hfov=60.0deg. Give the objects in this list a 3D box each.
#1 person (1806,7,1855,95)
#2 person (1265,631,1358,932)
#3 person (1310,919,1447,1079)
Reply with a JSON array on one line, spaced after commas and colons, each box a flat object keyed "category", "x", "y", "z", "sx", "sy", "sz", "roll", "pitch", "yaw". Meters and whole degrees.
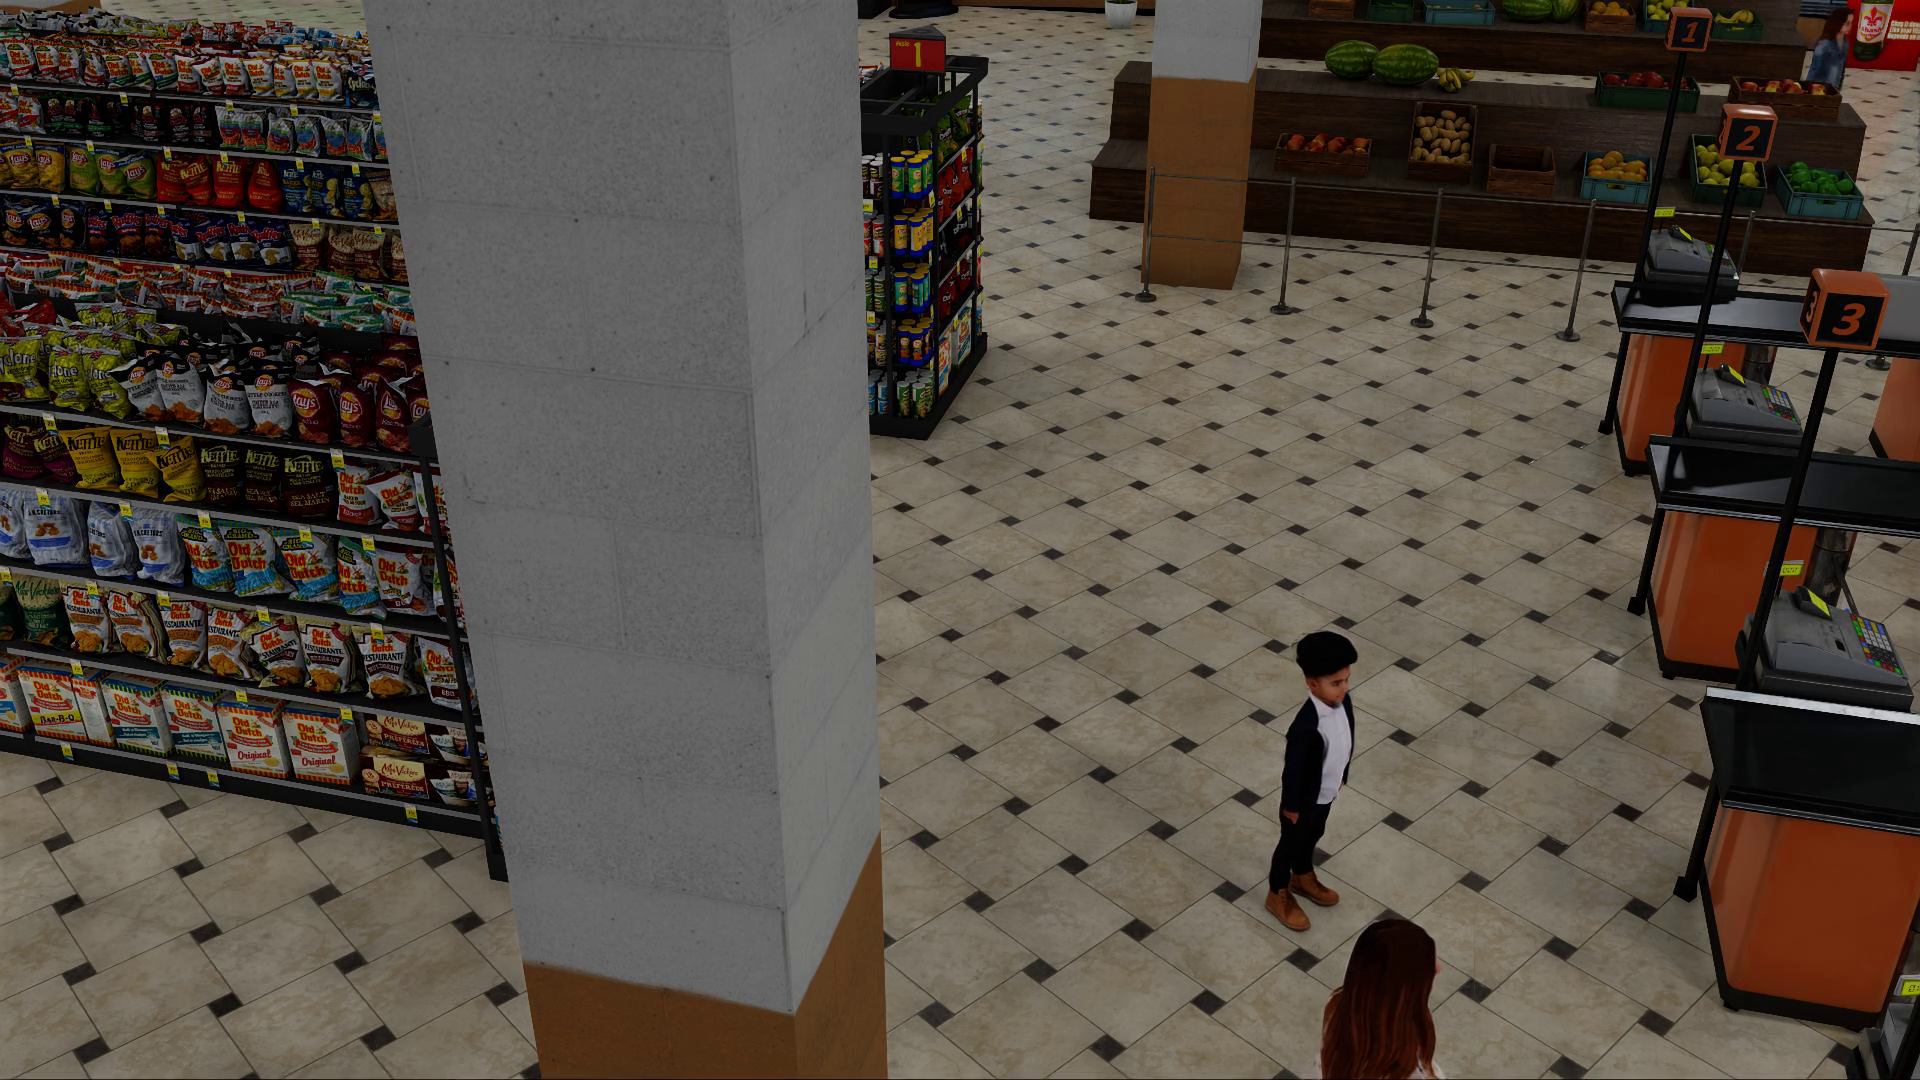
[{"category": "person", "x": 7.733, "y": -4.065, "z": 15.036, "sx": 0.923, "sy": 1.459, "sz": 1.005, "roll": -17, "pitch": 33, "yaw": -28}, {"category": "person", "x": 1.316, "y": 0.880, "z": 6.223, "sx": 0.575, "sy": 1.224, "sz": 0.600, "roll": -25, "pitch": 38, "yaw": -38}, {"category": "person", "x": 1.030, "y": 1.655, "z": 4.277, "sx": 0.667, "sy": 1.729, "sz": 0.657, "roll": -8, "pitch": 30, "yaw": -14}]
